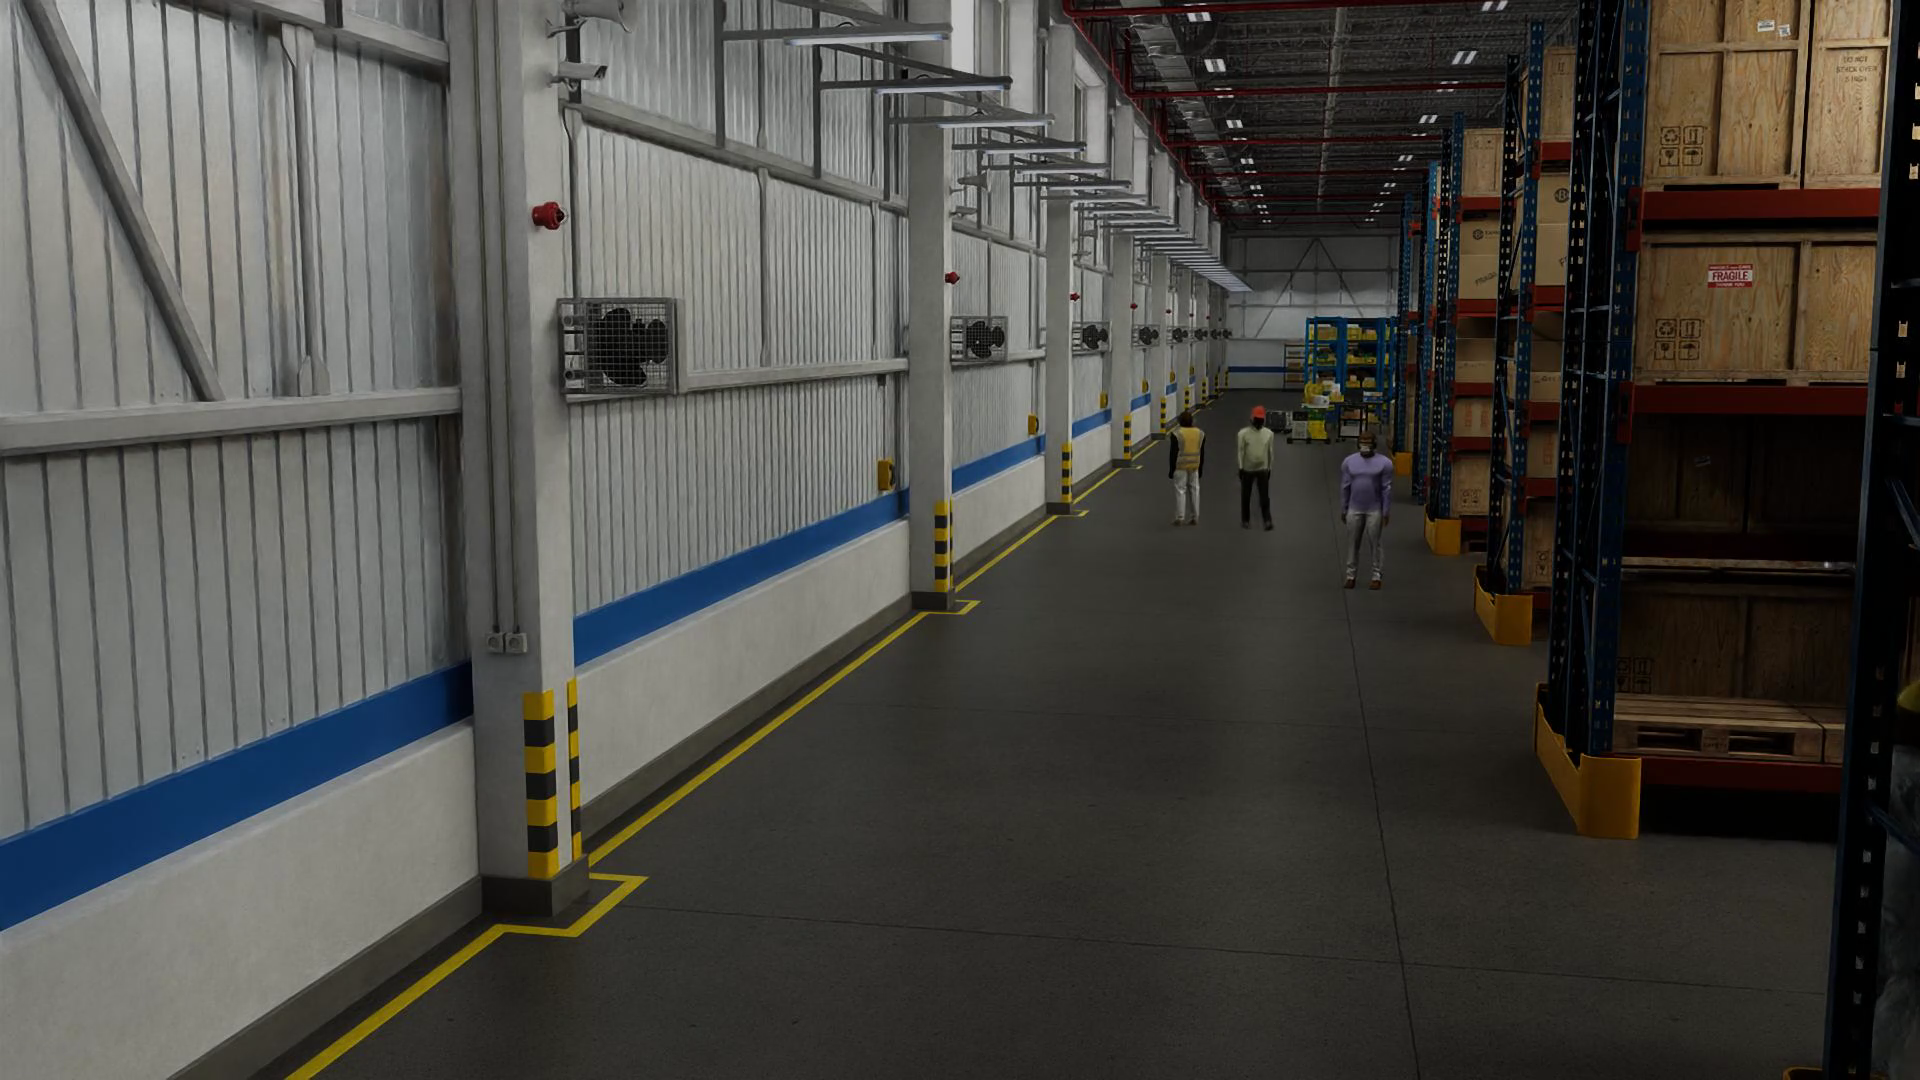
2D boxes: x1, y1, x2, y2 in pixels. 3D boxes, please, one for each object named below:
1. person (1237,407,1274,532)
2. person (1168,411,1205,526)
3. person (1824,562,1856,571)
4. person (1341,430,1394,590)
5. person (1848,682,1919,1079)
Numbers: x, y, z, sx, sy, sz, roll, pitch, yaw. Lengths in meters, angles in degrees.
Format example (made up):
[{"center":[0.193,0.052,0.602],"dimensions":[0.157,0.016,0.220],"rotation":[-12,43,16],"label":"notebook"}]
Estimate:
[{"center":[4.615,-1.105,25.966],"dimensions":[0.624,1.939,1.009],"rotation":[-1,7,-5],"label":"person"},{"center":[3.616,-1.142,26.669],"dimensions":[0.631,1.840,0.428],"rotation":[-3,8,-22],"label":"person"},{"center":[6.910,0.650,12.806],"dimensions":[0.773,1.716,0.561],"rotation":[1,7,5],"label":"person"},{"center":[4.898,-0.356,20.043],"dimensions":[0.627,1.932,0.367],"rotation":[4,8,27],"label":"person"},{"center":[3.749,1.424,6.646],"dimensions":[0.508,1.707,0.709],"rotation":[0,7,1],"label":"person"}]
